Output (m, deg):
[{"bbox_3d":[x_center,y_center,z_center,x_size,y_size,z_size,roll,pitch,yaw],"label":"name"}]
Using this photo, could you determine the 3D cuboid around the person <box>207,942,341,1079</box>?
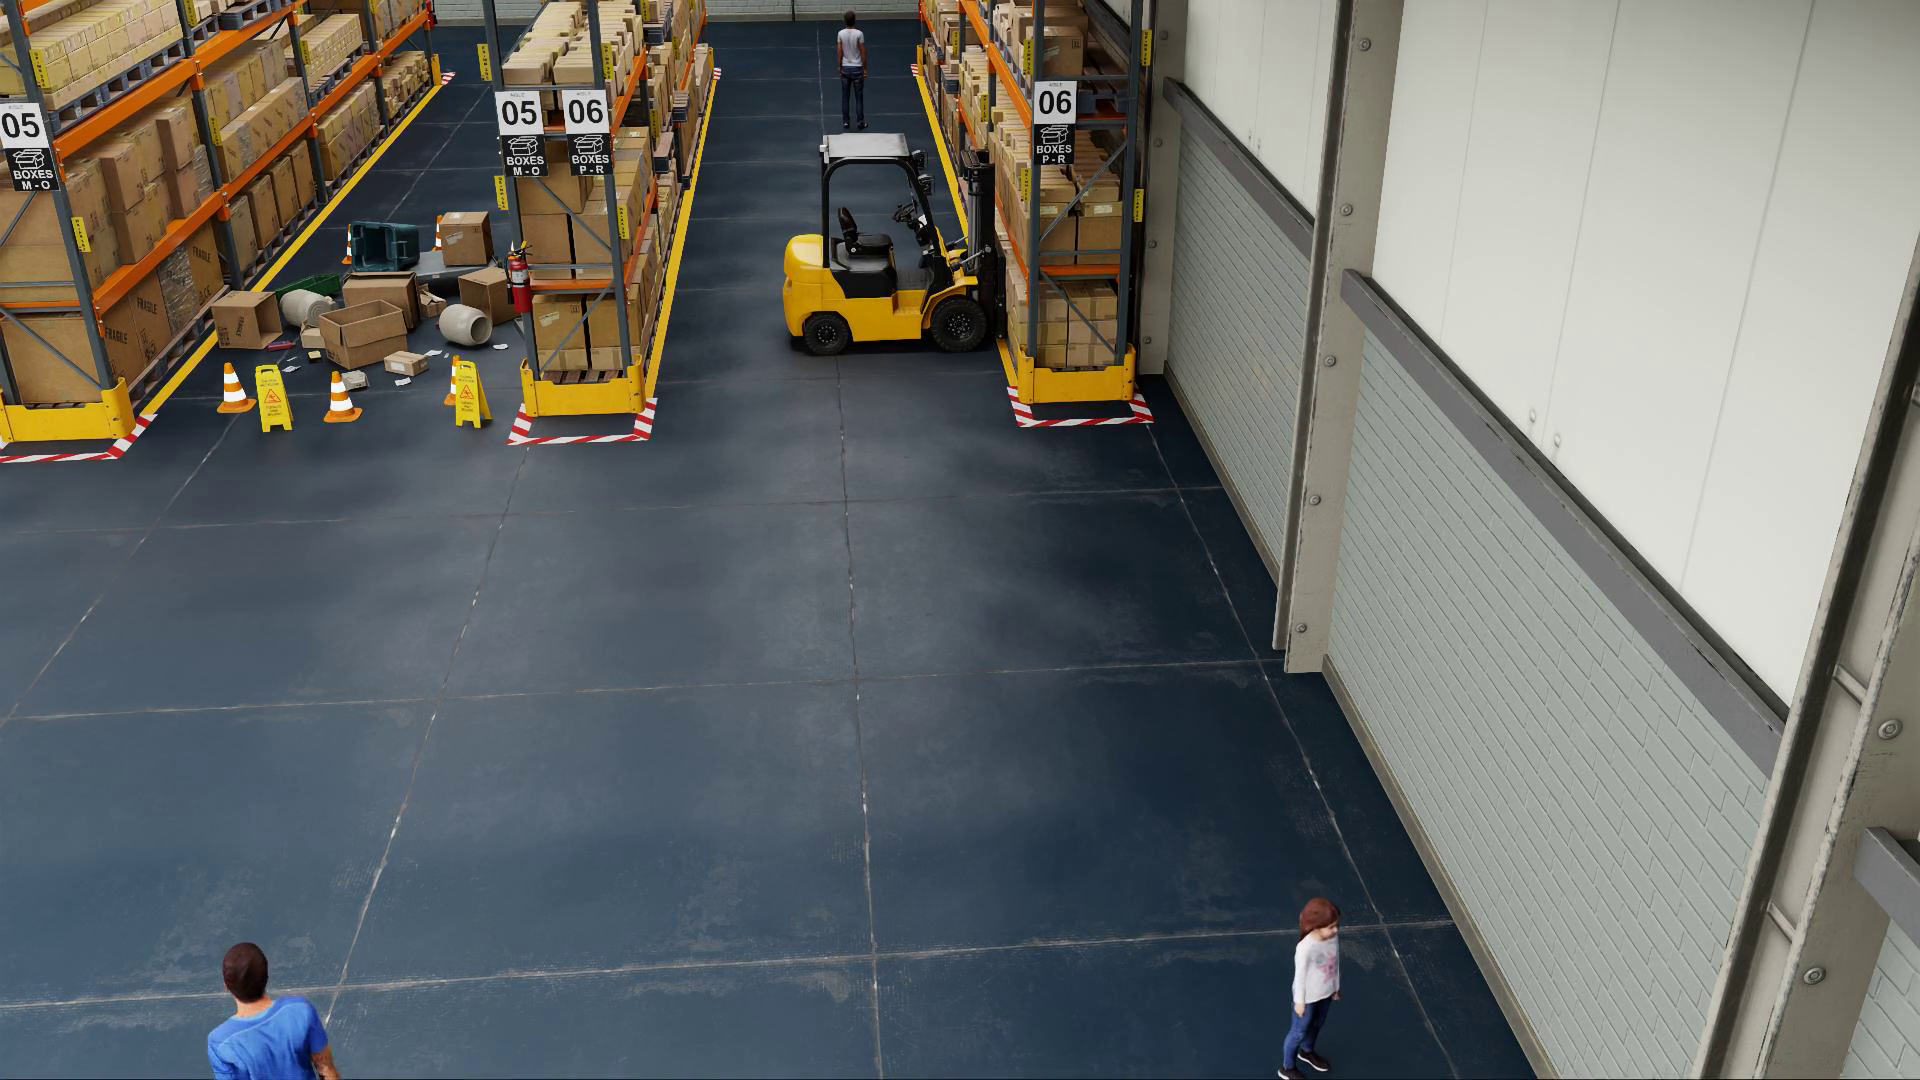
[{"bbox_3d":[-2.861,2.601,7.134,0.963,1.834,1.149,-20,34,-34],"label":"person"}]

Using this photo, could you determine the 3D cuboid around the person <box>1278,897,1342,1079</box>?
[{"bbox_3d":[1.801,2.284,8.543,0.544,1.108,0.595,-20,33,-34],"label":"person"}]

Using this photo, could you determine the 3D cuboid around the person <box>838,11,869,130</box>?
[{"bbox_3d":[-1.745,-7.609,26.927,0.671,1.867,0.620,4,27,7],"label":"person"}]
